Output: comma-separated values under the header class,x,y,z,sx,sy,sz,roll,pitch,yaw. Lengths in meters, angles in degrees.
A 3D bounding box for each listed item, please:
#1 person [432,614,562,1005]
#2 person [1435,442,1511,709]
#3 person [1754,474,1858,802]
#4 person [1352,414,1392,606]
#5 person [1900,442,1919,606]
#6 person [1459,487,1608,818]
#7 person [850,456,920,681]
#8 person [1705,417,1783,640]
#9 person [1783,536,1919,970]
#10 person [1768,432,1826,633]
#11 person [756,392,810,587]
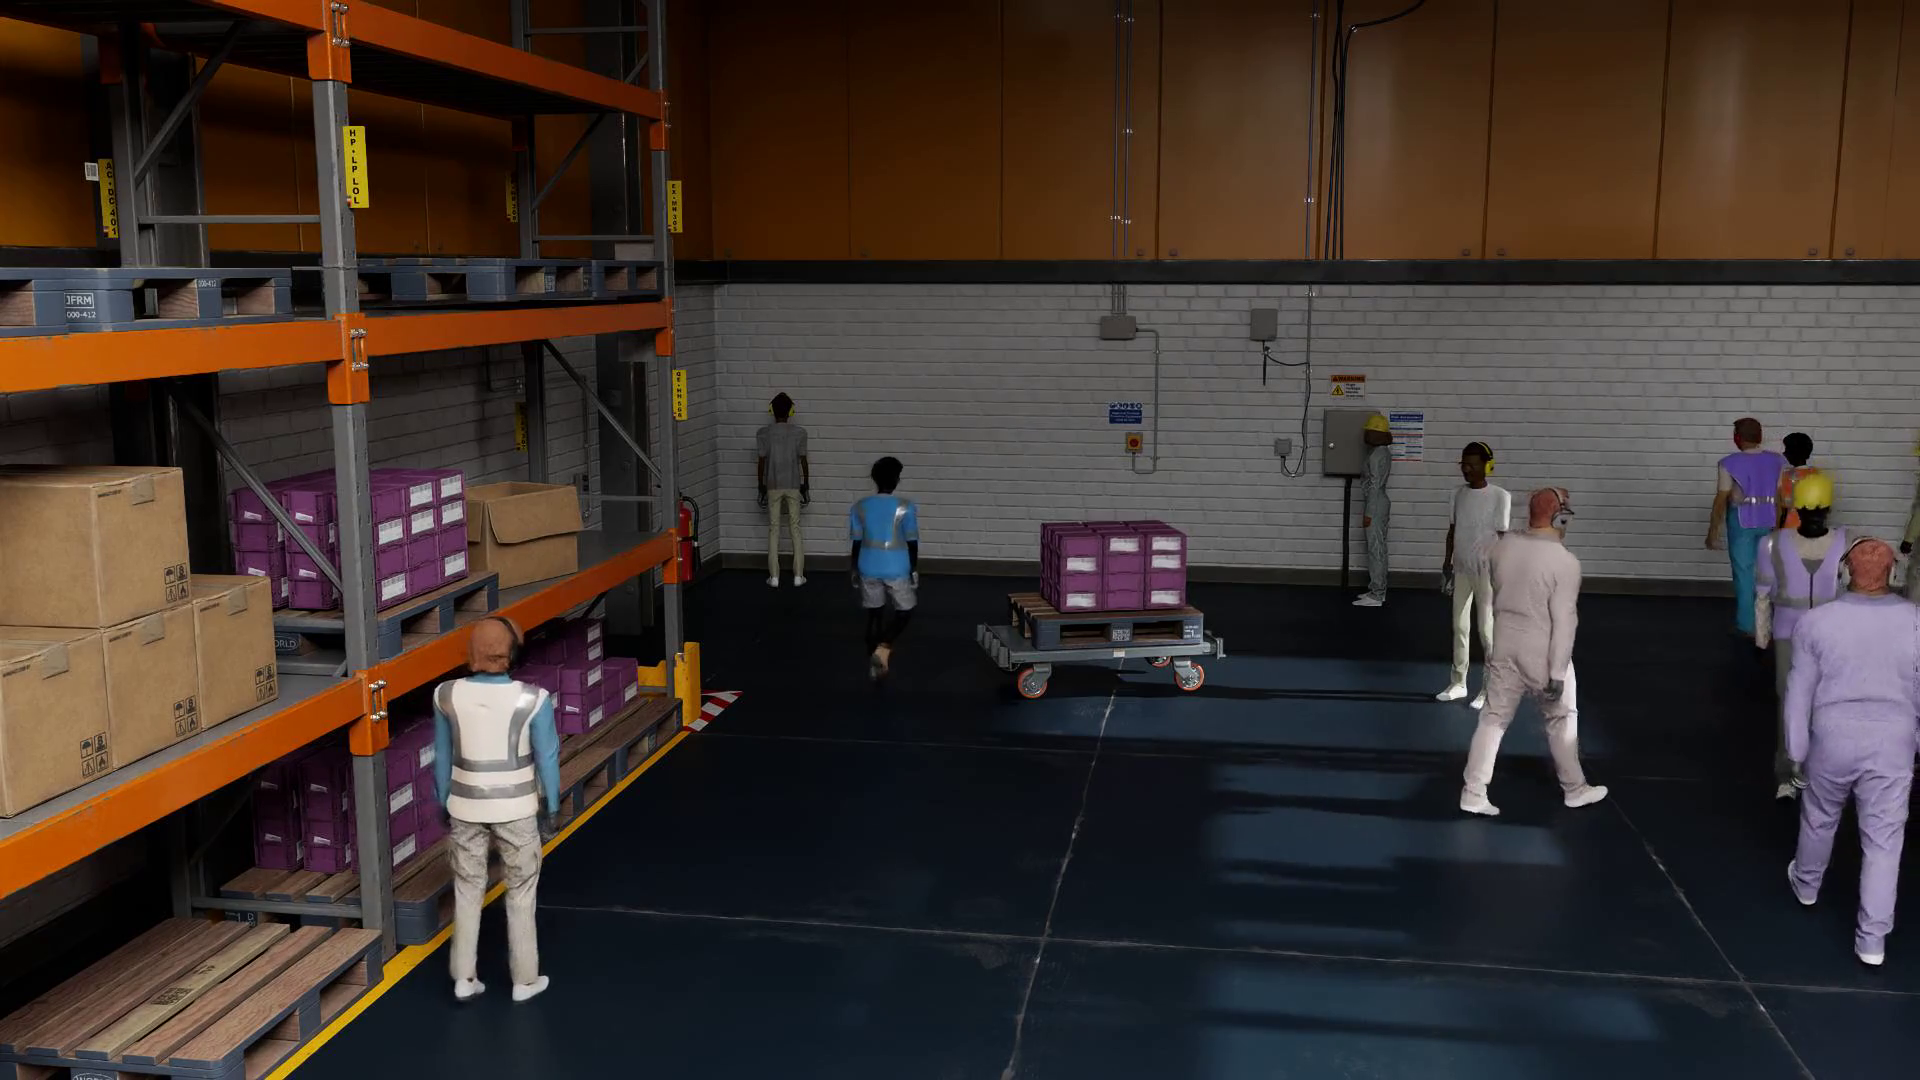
class,x,y,z,sx,sy,sz,roll,pitch,yaw
person,-1.903,1.120,6.836,0.542,1.632,0.327,0,9,3
person,3.577,0.241,11.585,0.316,1.858,0.514,-7,11,-36
person,4.928,0.556,9.653,0.622,1.886,0.999,4,10,24
person,3.751,-0.272,15.087,0.288,1.746,0.487,4,10,23
person,8.036,-0.055,13.674,0.613,1.782,0.406,-6,11,-32
person,3.185,0.624,9.222,0.996,1.853,0.654,-5,11,-29
person,-0.573,0.232,12.149,0.564,1.677,0.458,4,10,22
person,6.460,-0.104,13.785,0.584,1.820,0.583,-3,10,-18
person,4.045,0.905,7.495,0.652,1.853,1.012,3,10,20
person,6.966,-0.051,13.884,0.532,1.693,0.319,-5,11,-29
person,-1.699,-0.480,15.984,0.514,1.872,0.328,-1,9,-8
